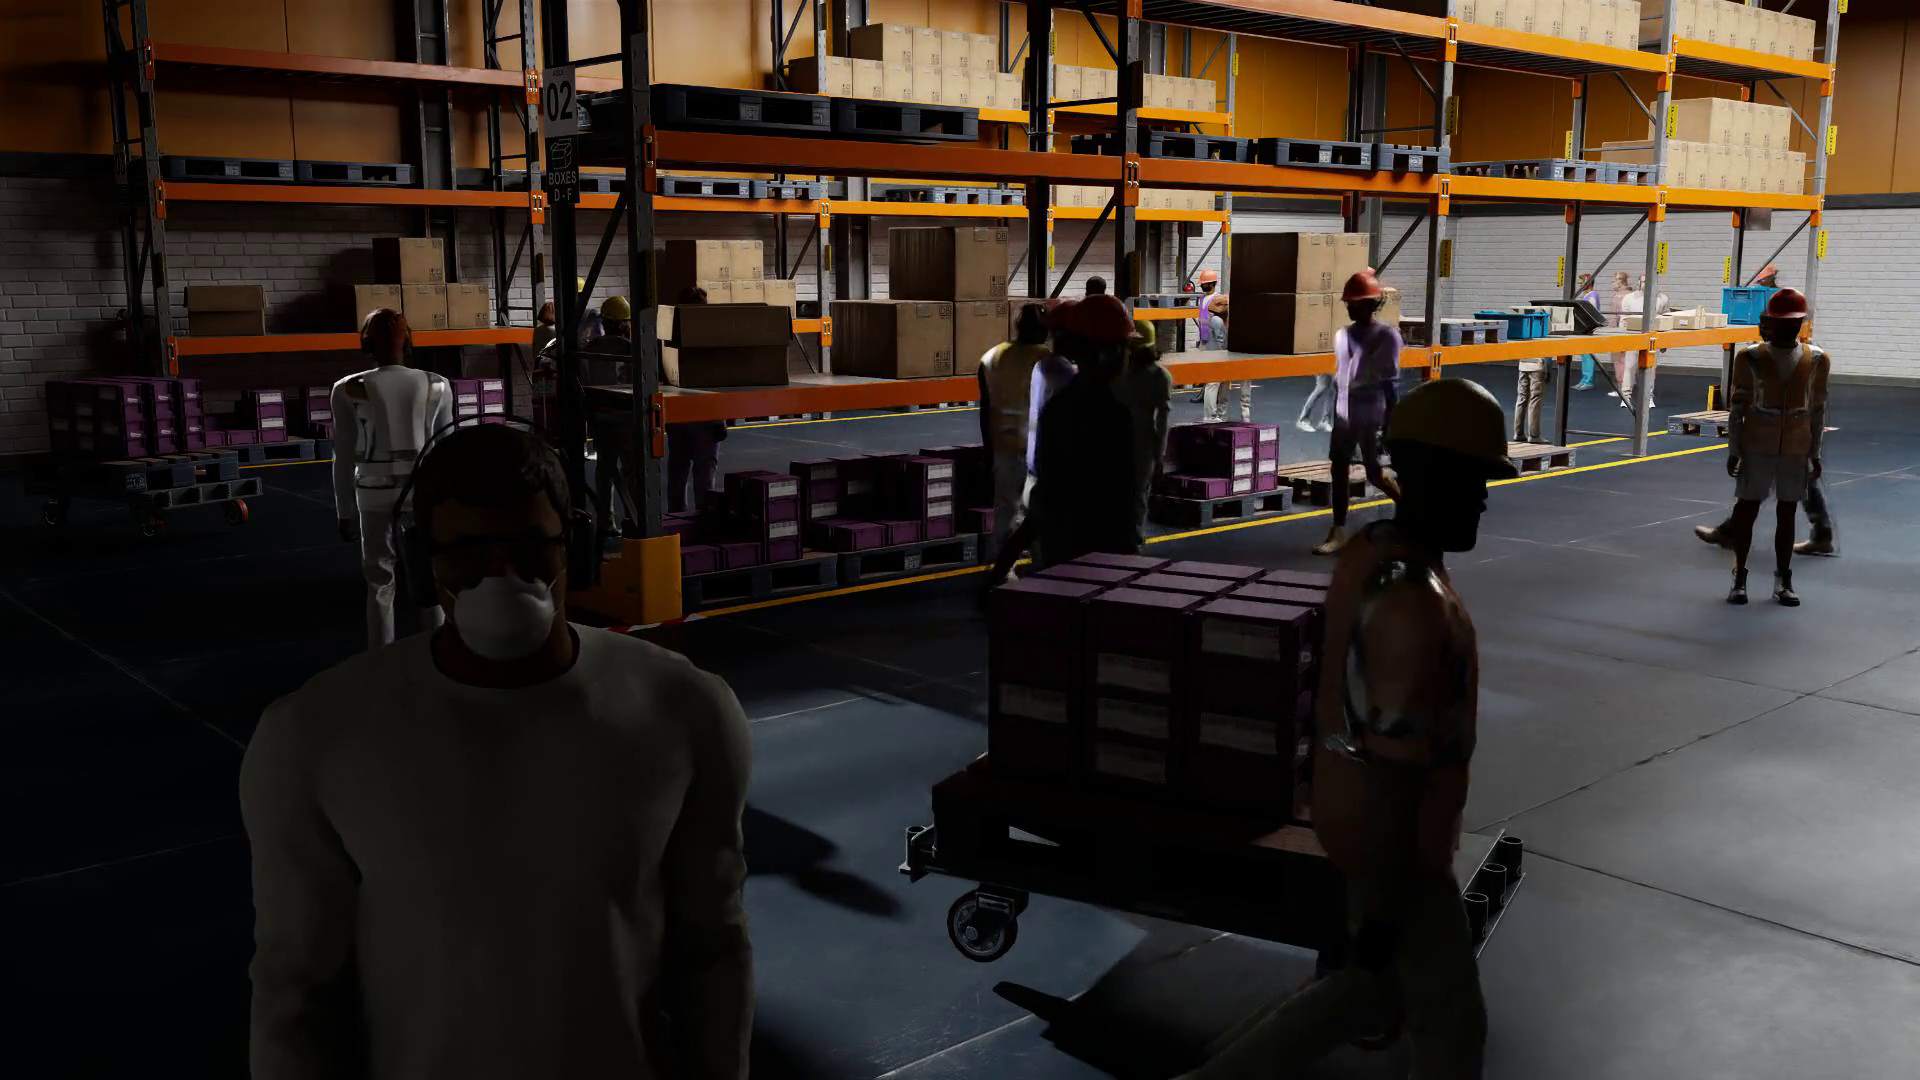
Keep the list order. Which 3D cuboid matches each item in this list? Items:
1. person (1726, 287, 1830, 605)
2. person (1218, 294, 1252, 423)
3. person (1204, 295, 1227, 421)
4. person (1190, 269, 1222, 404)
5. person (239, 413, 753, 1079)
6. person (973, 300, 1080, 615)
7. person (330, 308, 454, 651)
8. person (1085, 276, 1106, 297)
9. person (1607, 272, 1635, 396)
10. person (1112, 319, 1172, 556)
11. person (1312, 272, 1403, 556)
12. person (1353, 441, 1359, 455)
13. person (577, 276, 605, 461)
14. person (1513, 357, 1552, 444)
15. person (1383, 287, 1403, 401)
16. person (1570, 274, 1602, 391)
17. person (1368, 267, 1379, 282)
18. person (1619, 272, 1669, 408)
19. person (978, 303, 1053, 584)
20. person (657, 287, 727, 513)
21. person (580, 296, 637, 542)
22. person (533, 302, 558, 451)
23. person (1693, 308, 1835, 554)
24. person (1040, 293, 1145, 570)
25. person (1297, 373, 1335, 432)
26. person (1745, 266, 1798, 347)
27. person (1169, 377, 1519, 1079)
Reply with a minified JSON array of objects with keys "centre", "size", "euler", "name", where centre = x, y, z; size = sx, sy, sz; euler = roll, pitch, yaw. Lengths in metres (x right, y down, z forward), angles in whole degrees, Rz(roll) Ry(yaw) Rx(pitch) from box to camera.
[{"centre":[4.971,-0.562,10.133],"size":[0.551,1.937,0.357],"euler":[2,10,14],"name":"person"},{"centre":[3.517,-2.461,21.082],"size":[0.622,1.992,0.396],"euler":[1,10,6],"name":"person"},{"centre":[3.259,-2.287,21.114],"size":[0.285,1.633,0.501],"euler":[0,10,-3],"name":"person"},{"centre":[3.574,-2.911,23.904],"size":[0.375,1.931,0.542],"euler":[-5,11,-28],"name":"person"},{"centre":[-0.553,0.806,2.122],"size":[0.628,1.940,0.373],"euler":[-4,10,-22],"name":"person"},{"centre":[0.533,-0.448,9.675],"size":[0.997,1.879,0.566],"euler":[-3,10,-16],"name":"person"},{"centre":[-2.712,-0.170,8.015],"size":[0.578,1.879,0.350],"euler":[-6,11,-31],"name":"person"},{"centre":[1.531,-1.914,18.148],"size":[0.392,1.911,0.582],"euler":[-1,10,-8],"name":"person"},{"centre":[9.969,-3.100,25.139],"size":[0.661,1.883,0.436],"euler":[-9,13,-43],"name":"person"},{"centre":[1.165,-0.640,11.241],"size":[0.554,1.704,0.444],"euler":[6,11,32],"name":"person"},{"centre":[2.938,-0.898,11.894],"size":[0.868,2.018,0.616],"euler":[-6,12,-33],"name":"person"},{"centre":[4.385,-1.870,17.976],"size":[0.619,1.879,1.047],"euler":[9,13,42],"name":"person"},{"centre":[-3.953,-1.786,17.366],"size":[0.589,1.922,0.390],"euler":[5,11,27],"name":"person"},{"centre":[6.541,-1.911,18.925],"size":[0.312,1.634,0.513],"euler":[-4,10,-21],"name":"person"},{"centre":[5.080,-2.110,19.727],"size":[0.339,1.760,0.527],"euler":[-3,10,-16],"name":"person"},{"centre":[9.954,-3.283,26.340],"size":[0.394,1.841,0.564],"euler":[2,10,10],"name":"person"},{"centre":[4.950,-2.335,20.350],"size":[0.388,1.992,0.619],"euler":[-5,11,-29],"name":"person"},{"centre":[9.576,-2.797,23.307],"size":[0.654,1.906,0.406],"euler":[3,10,15],"name":"person"},{"centre":[0.420,-0.572,10.512],"size":[0.641,1.839,0.430],"euler":[5,11,28],"name":"person"},{"centre":[-1.950,-0.905,12.255],"size":[0.639,1.902,0.407],"euler":[7,12,36],"name":"person"},{"centre":[-2.521,-0.884,12.330],"size":[0.605,1.828,0.404],"euler":[5,11,25],"name":"person"},{"centre":[-4.488,-1.787,18.224],"size":[0.505,1.626,0.283],"euler":[8,12,38],"name":"person"},{"centre":[5.842,-0.784,11.894],"size":[0.949,1.784,0.554],"euler":[5,11,27],"name":"person"},{"centre":[0.478,0.078,6.231],"size":[0.463,1.983,0.632],"euler":[-4,10,-21],"name":"person"},{"centre":[4.415,-2.215,20.141],"size":[0.516,1.827,0.473],"euler":[-8,12,-39],"name":"person"},{"centre":[11.308,-2.801,23.112],"size":[0.692,1.994,0.474],"euler":[8,13,40],"name":"person"},{"centre":[0.847,0.601,3.484],"size":[0.754,1.888,0.591],"euler":[1,10,5],"name":"person"}]
